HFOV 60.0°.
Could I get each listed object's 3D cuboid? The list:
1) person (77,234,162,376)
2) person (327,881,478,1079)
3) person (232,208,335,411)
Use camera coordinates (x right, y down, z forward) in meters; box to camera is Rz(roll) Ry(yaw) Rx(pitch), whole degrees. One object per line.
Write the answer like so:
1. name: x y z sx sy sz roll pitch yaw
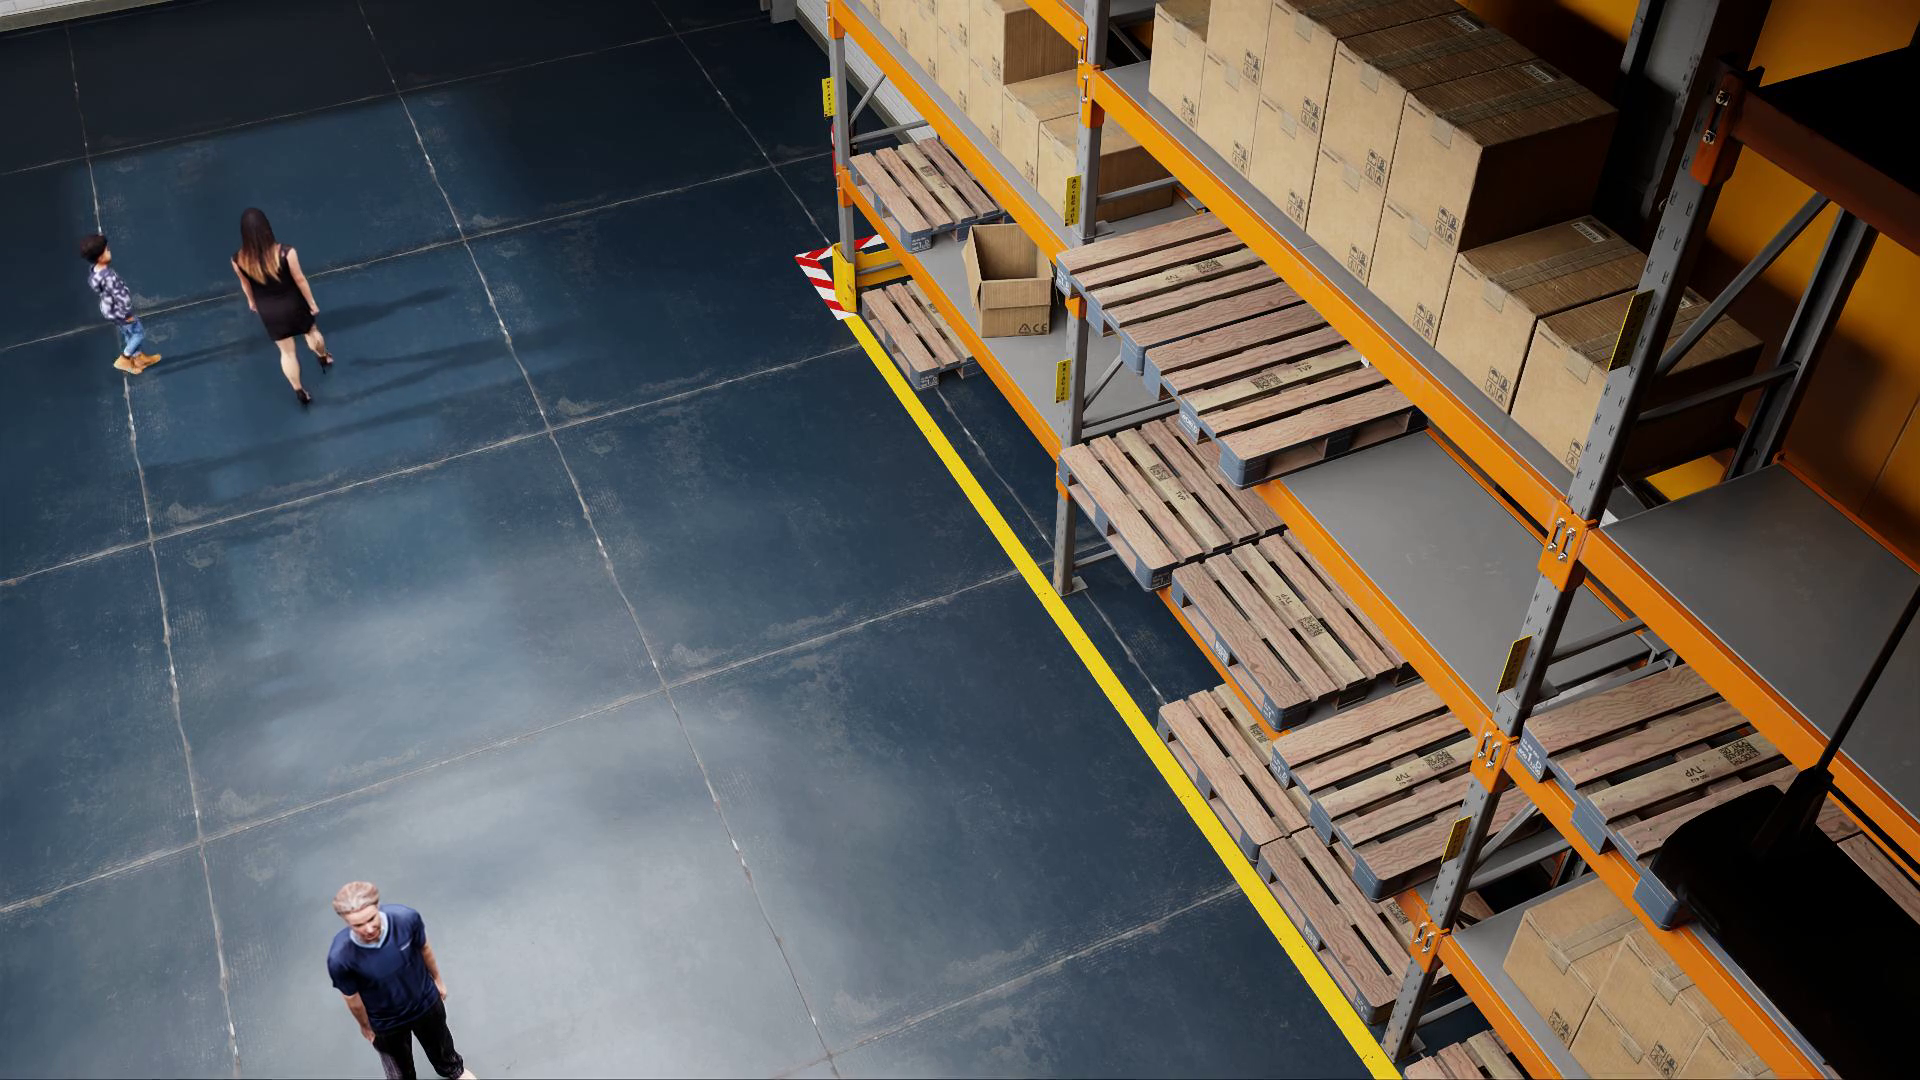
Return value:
1. person: -6.808 -1.857 13.341 0.664 1.244 0.618 -30 51 -27
2. person: -2.865 2.347 8.474 0.715 1.872 0.648 -31 52 -28
3. person: -5.254 -1.742 12.897 0.806 1.690 0.963 -8 44 -8
